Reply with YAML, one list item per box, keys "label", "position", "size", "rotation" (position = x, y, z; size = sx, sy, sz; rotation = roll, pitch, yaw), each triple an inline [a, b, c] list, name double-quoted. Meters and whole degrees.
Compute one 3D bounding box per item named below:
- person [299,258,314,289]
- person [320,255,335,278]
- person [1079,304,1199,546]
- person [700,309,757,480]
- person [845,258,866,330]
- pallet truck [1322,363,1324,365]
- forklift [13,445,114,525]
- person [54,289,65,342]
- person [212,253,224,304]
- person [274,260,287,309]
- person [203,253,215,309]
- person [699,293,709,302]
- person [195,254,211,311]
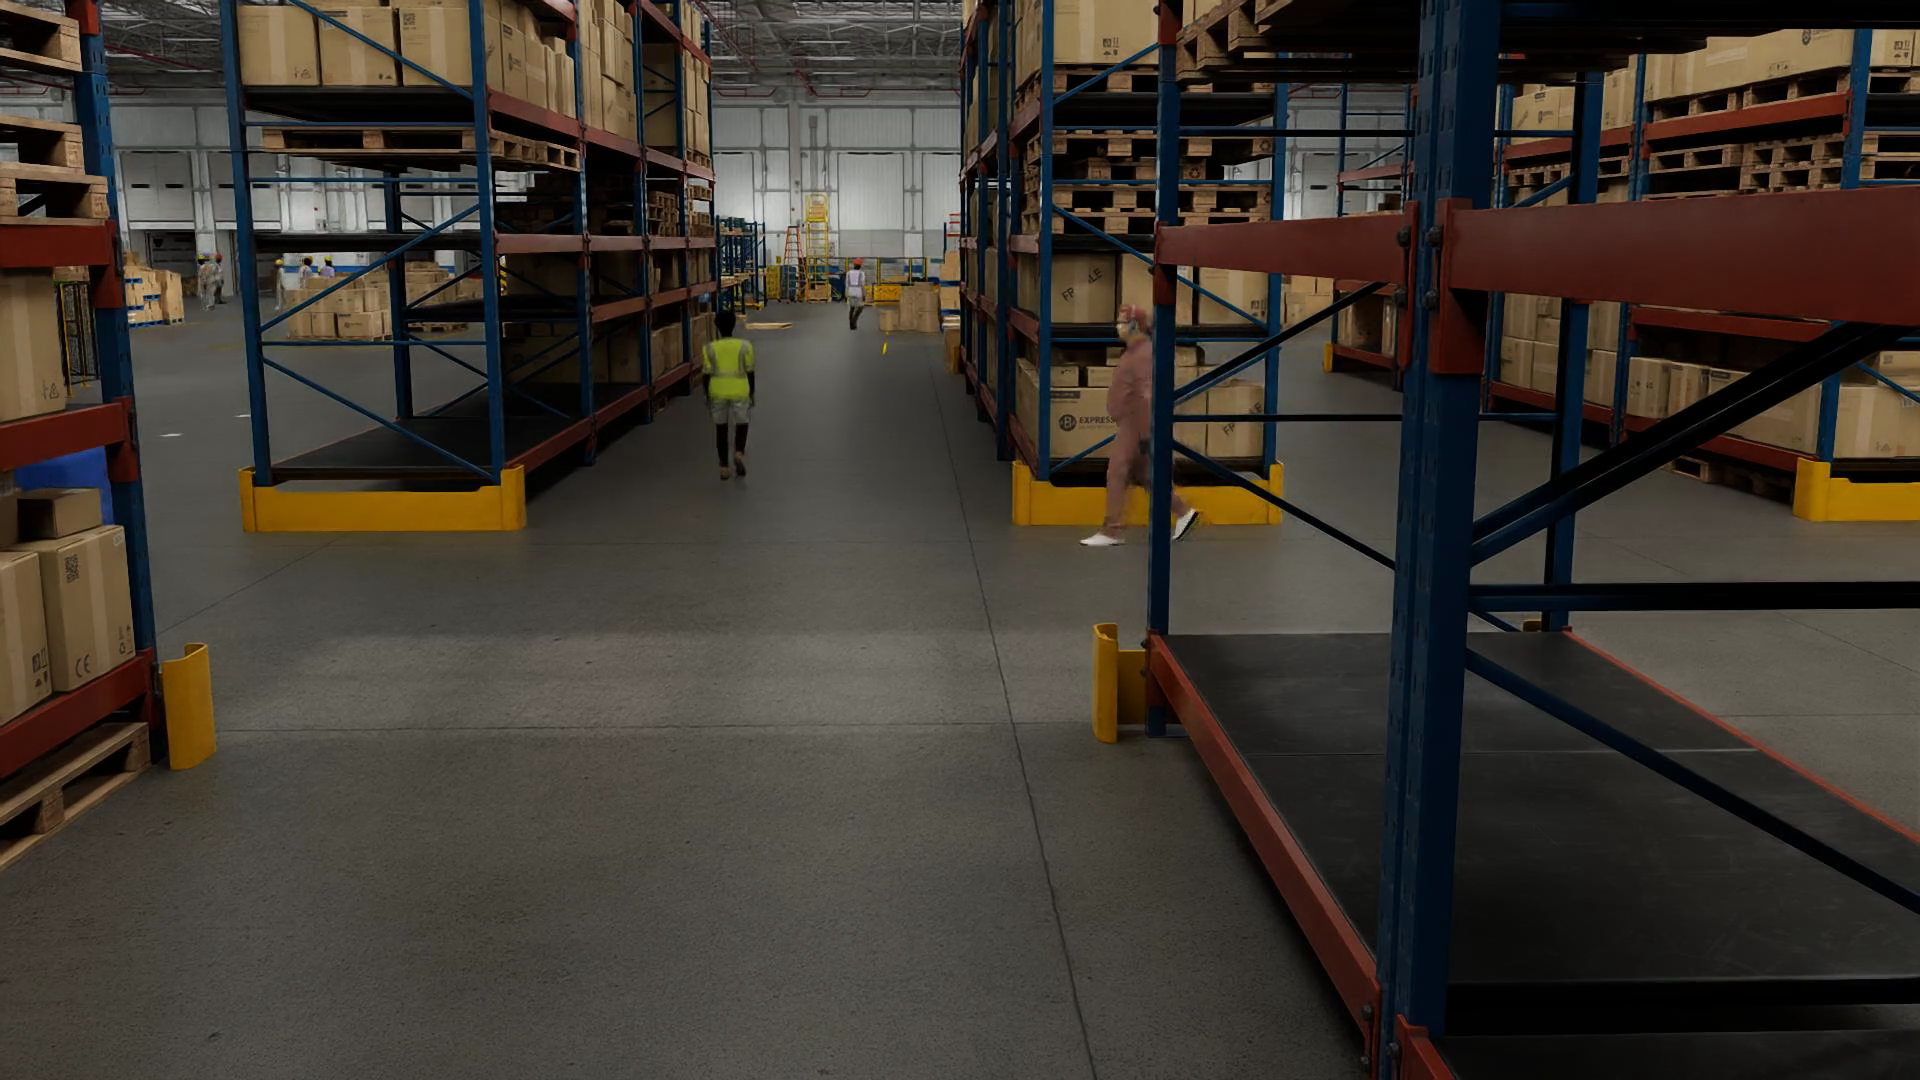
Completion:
- label: "person"
  position: [-21.083, -8.249, 54.012]
  size: [0.681, 1.819, 0.664]
  rotation: [-10, 14, -43]
- label: "person"
  position: [-19.180, -7.683, 50.580]
  size: [0.593, 1.925, 0.384]
  rotation: [6, 12, 32]
- label: "person"
  position: [1.411, -0.883, 12.853]
  size: [0.887, 1.879, 0.653]
  rotation: [0, 10, 0]
- label: "person"
  position: [-2.281, -1.431, 16.413]
  size: [0.556, 1.683, 0.370]
  rotation: [-1, 10, -4]
- label: "person"
  position: [-2.785, -6.559, 44.348]
  size: [0.659, 1.912, 0.442]
  rotation: [4, 11, 22]
- label: "pallet truck"
  position: [7.712, -4.157, 30.737]
  size: [1.885, 1.965, 0.823]
  rotation: [3, 11, 16]
- label: "forklift"
  position: [-6.211, -0.897, 10.119]
  size: [1.873, 2.768, 1.129]
  rotation: [0, 10, -2]
- label: "person"
  position: [-16.179, -3.857, 29.559]
  size: [0.545, 1.820, 0.593]
  rotation: [8, 13, 36]
- label: "person"
  position: [-28.028, -9.877, 62.826]
  size: [0.420, 1.944, 0.551]
  rotation: [1, 10, 8]
- label: "person"
  position: [-23.616, -8.860, 57.764]
  size: [0.563, 1.723, 0.557]
  rotation: [-4, 11, -23]
- label: "person"
  position: [-26.326, -9.072, 58.259]
  size: [0.384, 1.949, 0.604]
  rotation: [-5, 11, -24]
- label: "person"
  position: [-5.217, -4.403, 33.090]
  size: [0.528, 1.639, 0.905]
  rotation: [-7, 12, -32]
- label: "person"
  position: [-25.762, -8.747, 56.541]
  size: [0.504, 1.905, 0.601]
  rotation: [-2, 10, -11]
